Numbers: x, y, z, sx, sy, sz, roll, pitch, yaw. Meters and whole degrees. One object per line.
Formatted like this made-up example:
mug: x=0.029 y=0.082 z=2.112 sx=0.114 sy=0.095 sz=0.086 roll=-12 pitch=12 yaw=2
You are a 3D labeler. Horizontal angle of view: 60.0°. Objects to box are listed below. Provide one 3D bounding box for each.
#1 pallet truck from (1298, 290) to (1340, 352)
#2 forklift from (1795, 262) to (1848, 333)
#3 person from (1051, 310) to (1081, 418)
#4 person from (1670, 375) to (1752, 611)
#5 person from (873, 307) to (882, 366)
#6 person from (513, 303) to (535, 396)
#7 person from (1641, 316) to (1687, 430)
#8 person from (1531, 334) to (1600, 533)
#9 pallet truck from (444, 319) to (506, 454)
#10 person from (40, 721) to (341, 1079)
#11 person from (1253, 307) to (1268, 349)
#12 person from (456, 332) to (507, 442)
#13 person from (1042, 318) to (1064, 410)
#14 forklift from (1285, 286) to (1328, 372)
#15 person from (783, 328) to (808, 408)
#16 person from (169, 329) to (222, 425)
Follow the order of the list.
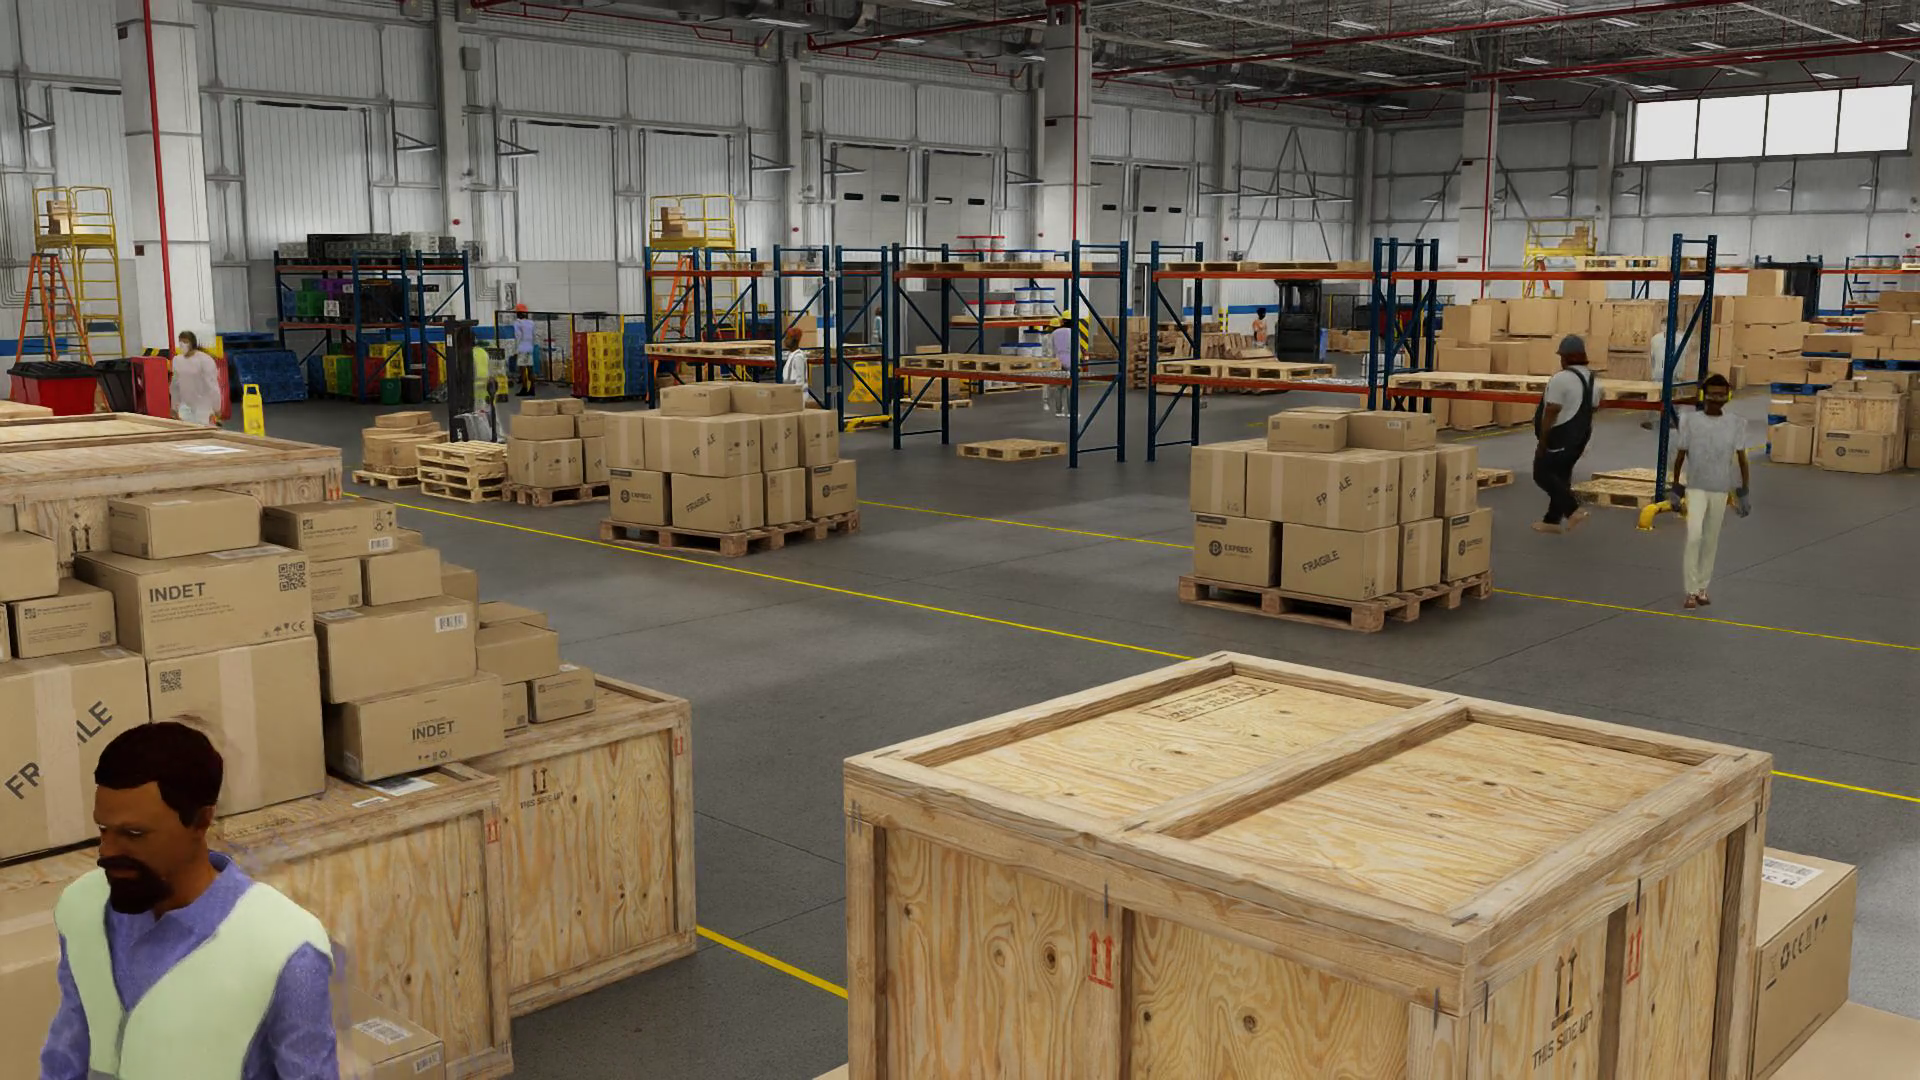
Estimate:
pallet truck: x=11.297 y=-6.951 z=52.861 sx=1.885 sy=1.965 sz=0.823 roll=-5 pitch=11 yaw=-29
forklift: x=22.020 y=-5.835 z=43.317 sx=1.873 sy=2.768 sz=1.129 roll=9 pitch=13 yaw=43
person: x=1.899 y=-3.133 z=29.687 sx=0.587 sy=1.922 sz=0.383 roll=7 pitch=12 yaw=37
person: x=5.848 y=-0.356 z=12.905 sx=0.541 sy=1.838 sz=0.810 roll=2 pitch=9 yaw=12
person: x=-2.162 y=-5.396 z=44.456 sx=0.320 sy=1.632 sz=0.524 roll=0 pitch=9 yaw=-3
person: x=-9.113 y=-3.962 z=34.717 sx=0.360 sy=1.939 sz=0.543 roll=5 pitch=10 yaw=28
person: x=11.682 y=-2.762 z=27.538 sx=1.009 sy=1.885 sz=0.647 roll=-8 pitch=12 yaw=-40
person: x=6.000 y=-1.044 z=16.512 sx=0.712 sy=2.000 sz=0.673 roll=-7 pitch=11 yaw=-36
pallet truck: x=-6.981 y=-1.942 z=22.150 sx=1.885 sy=1.965 sz=0.823 roll=1 pitch=9 yaw=9
person: x=-1.408 y=1.229 z=3.130 sx=0.593 sy=1.873 sz=1.011 roll=5 pitch=10 yaw=28
person: x=7.583 y=-5.022 z=41.958 sx=0.317 sy=1.695 sz=0.540 roll=9 pitch=13 yaw=43
person: x=-6.743 y=-2.025 z=23.240 sx=0.679 sy=1.807 sz=0.642 roll=3 pitch=10 yaw=20
person: x=1.780 y=-3.317 z=31.384 sx=0.485 sy=1.739 sz=0.320 roll=-2 pitch=9 yaw=-11
forklift: x=8.903 y=-5.821 z=43.236 sx=1.129 sy=2.768 sz=1.873 roll=4 pitch=10 yaw=23
person: x=-2.190 y=-1.868 z=22.042 sx=0.351 sy=1.884 sz=0.581 roll=-2 pitch=10 yaw=-14
person: x=-9.434 y=-1.653 z=20.621 sx=0.653 sy=1.919 sz=0.515 roll=4 pitch=10 yaw=22
